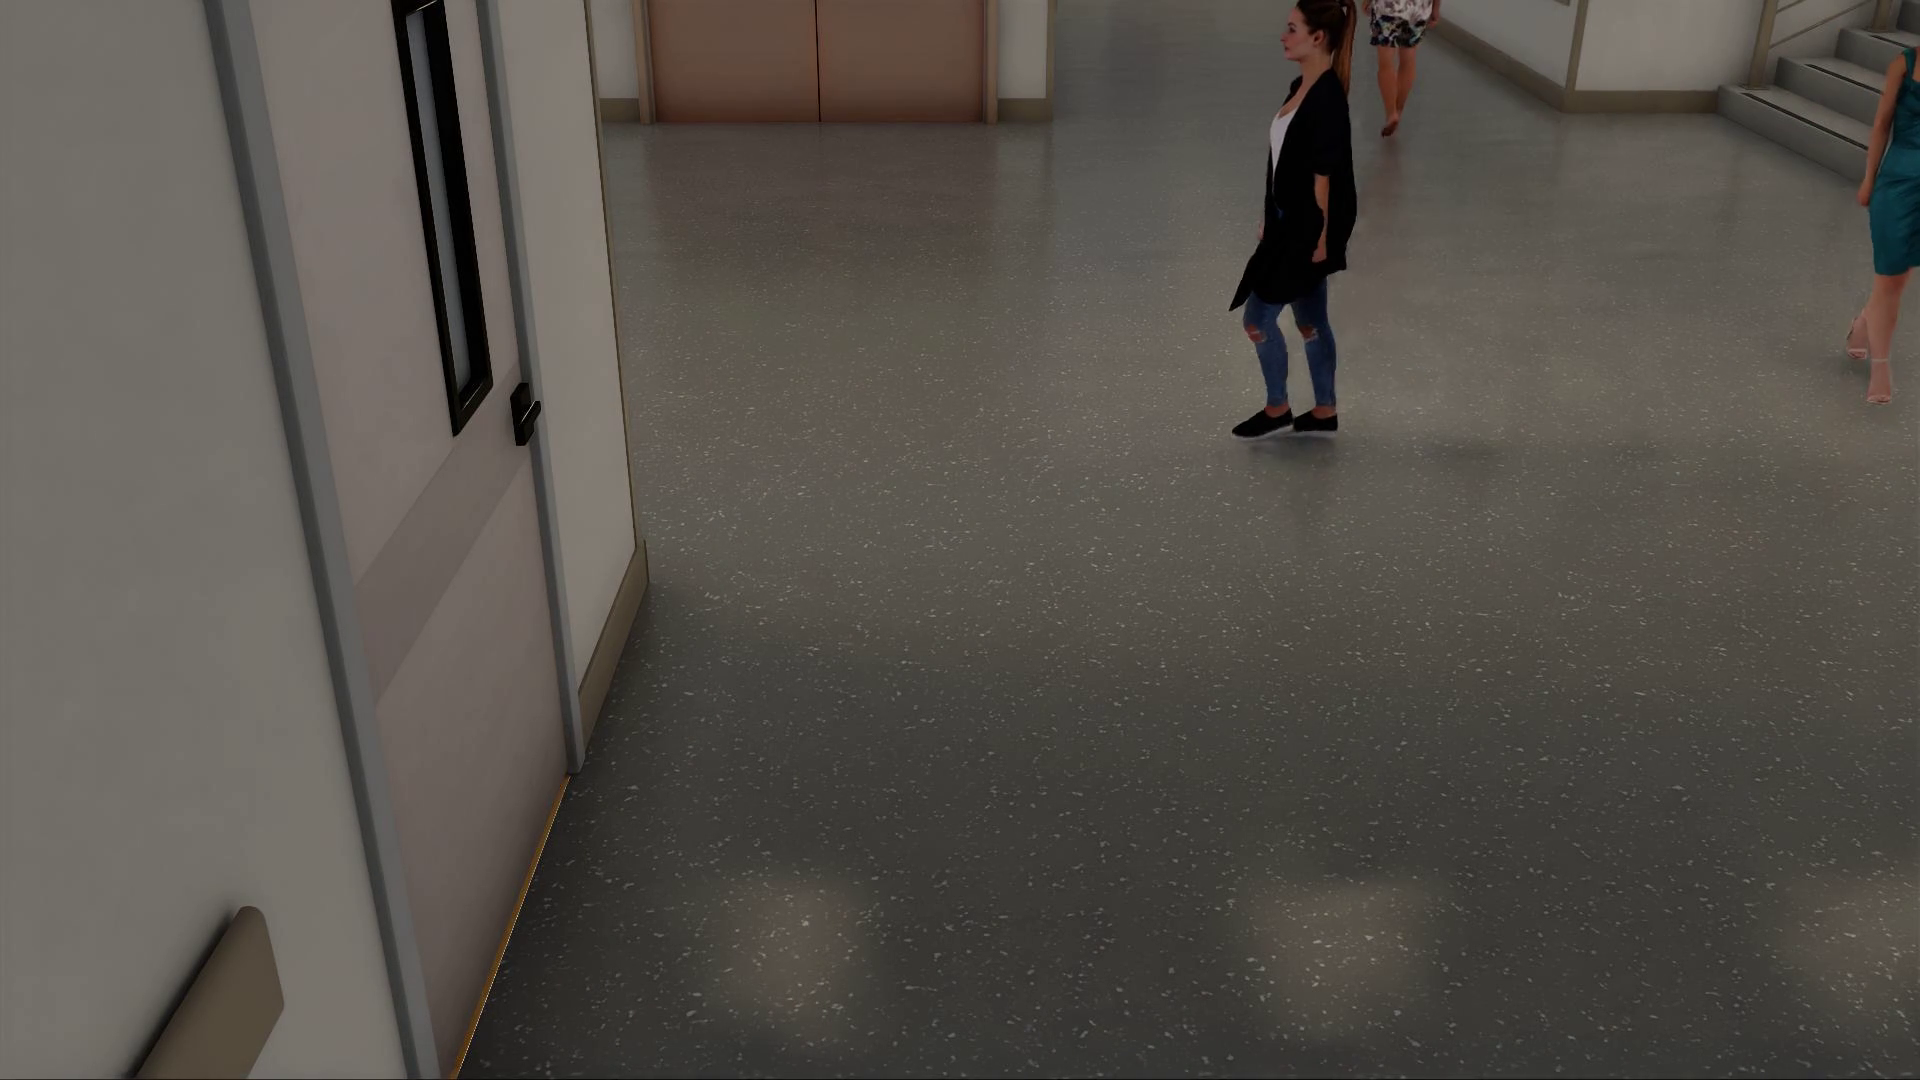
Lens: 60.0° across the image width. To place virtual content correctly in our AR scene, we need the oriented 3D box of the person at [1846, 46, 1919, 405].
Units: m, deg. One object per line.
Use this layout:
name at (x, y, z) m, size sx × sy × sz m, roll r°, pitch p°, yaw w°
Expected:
person at (3.876, -1.417, 6.769) m, size 1.017 × 1.639 × 0.804 m, roll 7°, pitch 27°, yaw 14°

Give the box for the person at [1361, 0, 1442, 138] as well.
person at (2.986, -3.621, 11.162) m, size 1.043 × 1.794 × 0.775 m, roll 1°, pitch 26°, yaw 2°

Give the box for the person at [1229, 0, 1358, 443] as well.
person at (1.368, -1.131, 6.160) m, size 0.693 × 1.653 × 0.645 m, roll 1°, pitch 26°, yaw 2°
